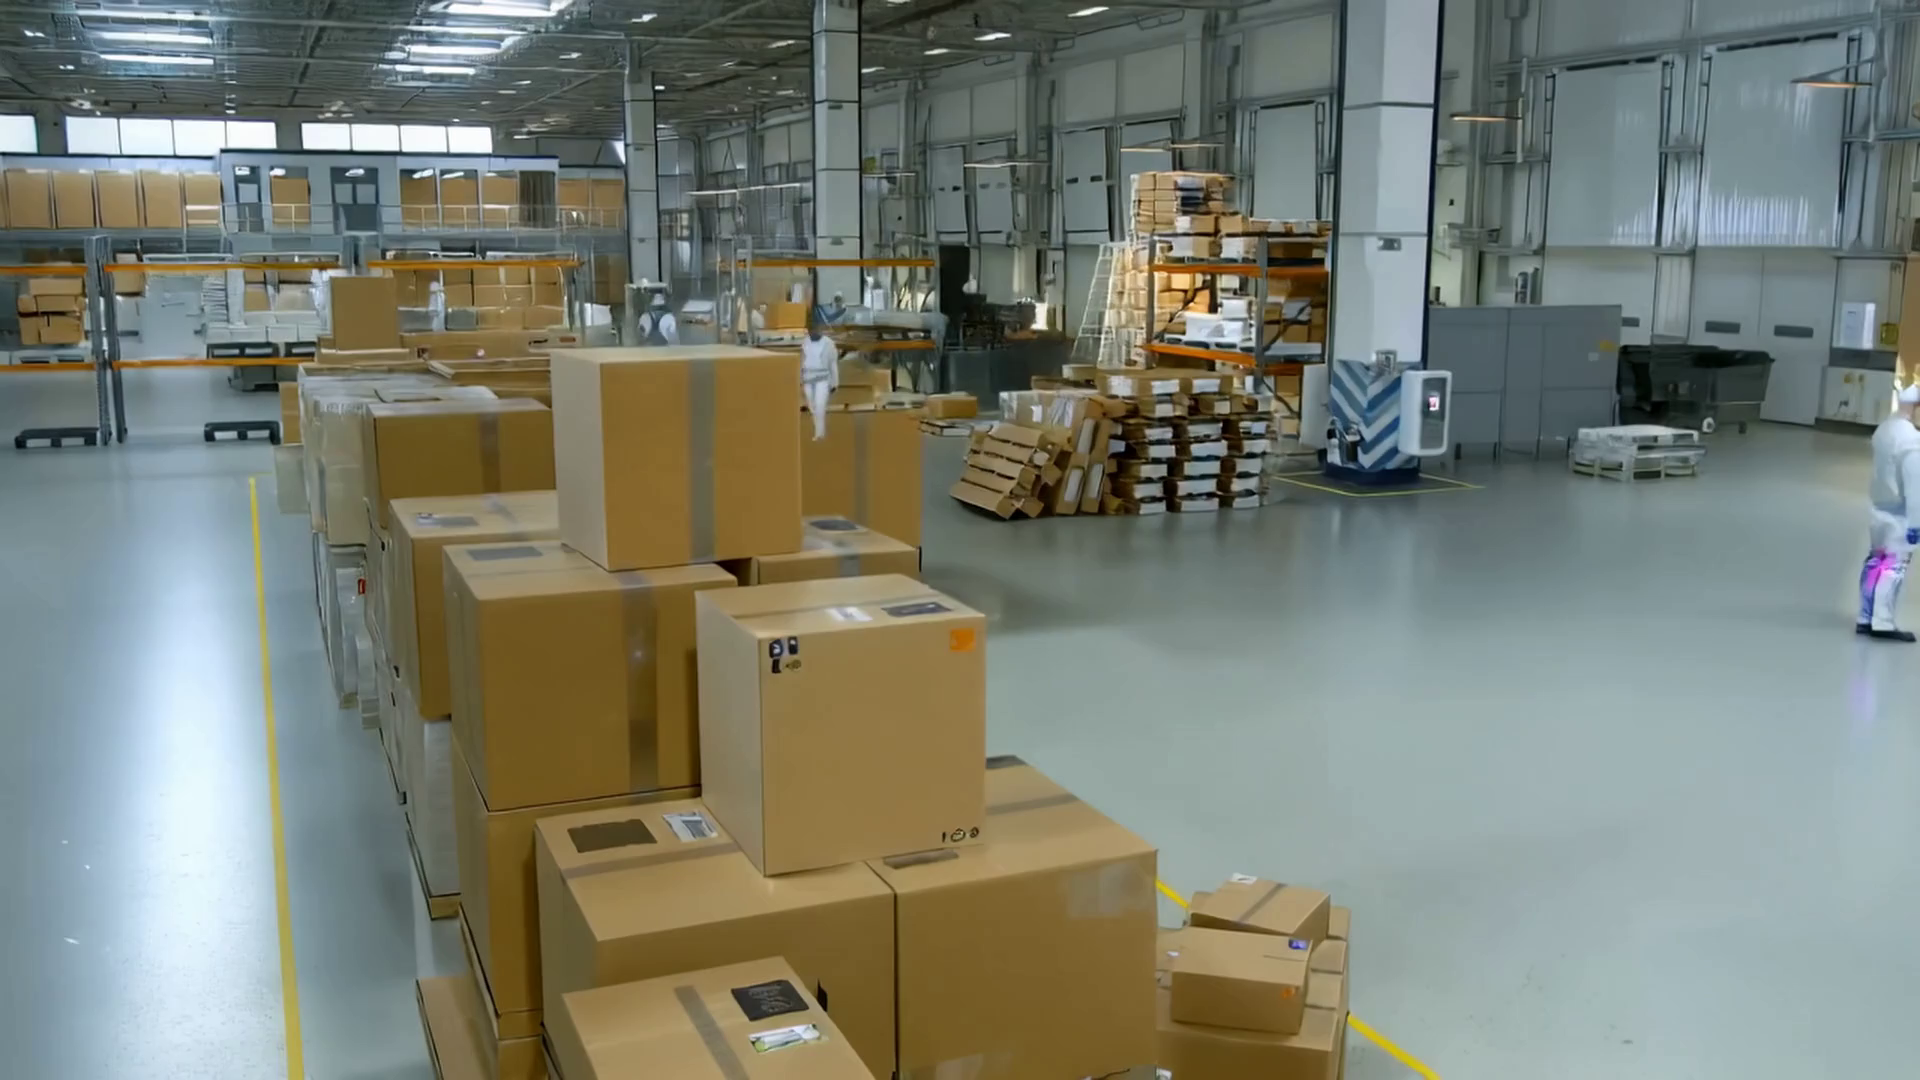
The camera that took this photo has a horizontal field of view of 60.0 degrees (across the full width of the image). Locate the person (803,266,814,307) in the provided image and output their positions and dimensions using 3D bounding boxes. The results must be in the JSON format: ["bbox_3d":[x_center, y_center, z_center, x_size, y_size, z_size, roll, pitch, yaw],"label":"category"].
[{"bbox_3d":[-6.343,-10.678,70.413,0.624,1.841,0.430,9,14,42],"label":"person"}]

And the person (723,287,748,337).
[{"bbox_3d":[-5.149,-4.794,37.799,0.799,1.900,0.608,5,11,26],"label":"person"}]

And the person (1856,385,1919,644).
[{"bbox_3d":[6.965,-0.190,12.370,0.381,1.929,0.634,0,10,1],"label":"person"}]

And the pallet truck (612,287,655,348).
[{"bbox_3d":[-6.464,-4.406,35.401,0.823,1.965,1.885,6,12,32],"label":"pallet truck"}]

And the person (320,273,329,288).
[{"bbox_3d":[-21.687,-8.179,56.680,0.644,1.825,0.523,-2,11,-13],"label":"person"}]

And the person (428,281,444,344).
[{"bbox_3d":[-14.038,-6.006,44.588,0.350,1.873,0.567,-8,13,-37],"label":"person"}]

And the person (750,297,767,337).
[{"bbox_3d":[-3.869,-3.630,31.463,0.910,1.918,0.642,-3,11,-17],"label":"person"}]

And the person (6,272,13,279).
[{"bbox_3d":[-32.649,-8.328,57.236,0.587,1.920,0.390,-4,11,-20],"label":"person"}]

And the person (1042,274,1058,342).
[{"bbox_3d":[2.603,-6.711,48.199,0.515,1.963,0.635,2,11,12],"label":"person"}]

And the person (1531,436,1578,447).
[{"bbox_3d":[8.671,-2.275,24.059,0.892,1.871,0.599,9,14,41],"label":"person"}]

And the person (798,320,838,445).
[{"bbox_3d":[-2.139,-2.278,24.172,0.654,1.816,0.727,5,11,25],"label":"person"}]

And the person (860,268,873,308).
[{"bbox_3d":[-3.415,-8.734,59.430,0.605,1.932,0.431,-1,10,-4],"label":"person"}]

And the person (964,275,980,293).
[{"bbox_3d":[0.400,-7.388,52.252,0.525,1.843,0.738,1,10,5],"label":"person"}]

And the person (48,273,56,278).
[{"bbox_3d":[-30.254,-7.971,55.433,0.802,1.853,0.606,-8,13,-39],"label":"person"}]

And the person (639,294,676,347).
[{"bbox_3d":[-5.437,-3.452,30.025,0.705,2.000,0.536,1,10,7],"label":"person"}]

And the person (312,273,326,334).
[{"bbox_3d":[-19.466,-7.134,50.592,0.545,1.943,0.347,9,13,40],"label":"person"}]
